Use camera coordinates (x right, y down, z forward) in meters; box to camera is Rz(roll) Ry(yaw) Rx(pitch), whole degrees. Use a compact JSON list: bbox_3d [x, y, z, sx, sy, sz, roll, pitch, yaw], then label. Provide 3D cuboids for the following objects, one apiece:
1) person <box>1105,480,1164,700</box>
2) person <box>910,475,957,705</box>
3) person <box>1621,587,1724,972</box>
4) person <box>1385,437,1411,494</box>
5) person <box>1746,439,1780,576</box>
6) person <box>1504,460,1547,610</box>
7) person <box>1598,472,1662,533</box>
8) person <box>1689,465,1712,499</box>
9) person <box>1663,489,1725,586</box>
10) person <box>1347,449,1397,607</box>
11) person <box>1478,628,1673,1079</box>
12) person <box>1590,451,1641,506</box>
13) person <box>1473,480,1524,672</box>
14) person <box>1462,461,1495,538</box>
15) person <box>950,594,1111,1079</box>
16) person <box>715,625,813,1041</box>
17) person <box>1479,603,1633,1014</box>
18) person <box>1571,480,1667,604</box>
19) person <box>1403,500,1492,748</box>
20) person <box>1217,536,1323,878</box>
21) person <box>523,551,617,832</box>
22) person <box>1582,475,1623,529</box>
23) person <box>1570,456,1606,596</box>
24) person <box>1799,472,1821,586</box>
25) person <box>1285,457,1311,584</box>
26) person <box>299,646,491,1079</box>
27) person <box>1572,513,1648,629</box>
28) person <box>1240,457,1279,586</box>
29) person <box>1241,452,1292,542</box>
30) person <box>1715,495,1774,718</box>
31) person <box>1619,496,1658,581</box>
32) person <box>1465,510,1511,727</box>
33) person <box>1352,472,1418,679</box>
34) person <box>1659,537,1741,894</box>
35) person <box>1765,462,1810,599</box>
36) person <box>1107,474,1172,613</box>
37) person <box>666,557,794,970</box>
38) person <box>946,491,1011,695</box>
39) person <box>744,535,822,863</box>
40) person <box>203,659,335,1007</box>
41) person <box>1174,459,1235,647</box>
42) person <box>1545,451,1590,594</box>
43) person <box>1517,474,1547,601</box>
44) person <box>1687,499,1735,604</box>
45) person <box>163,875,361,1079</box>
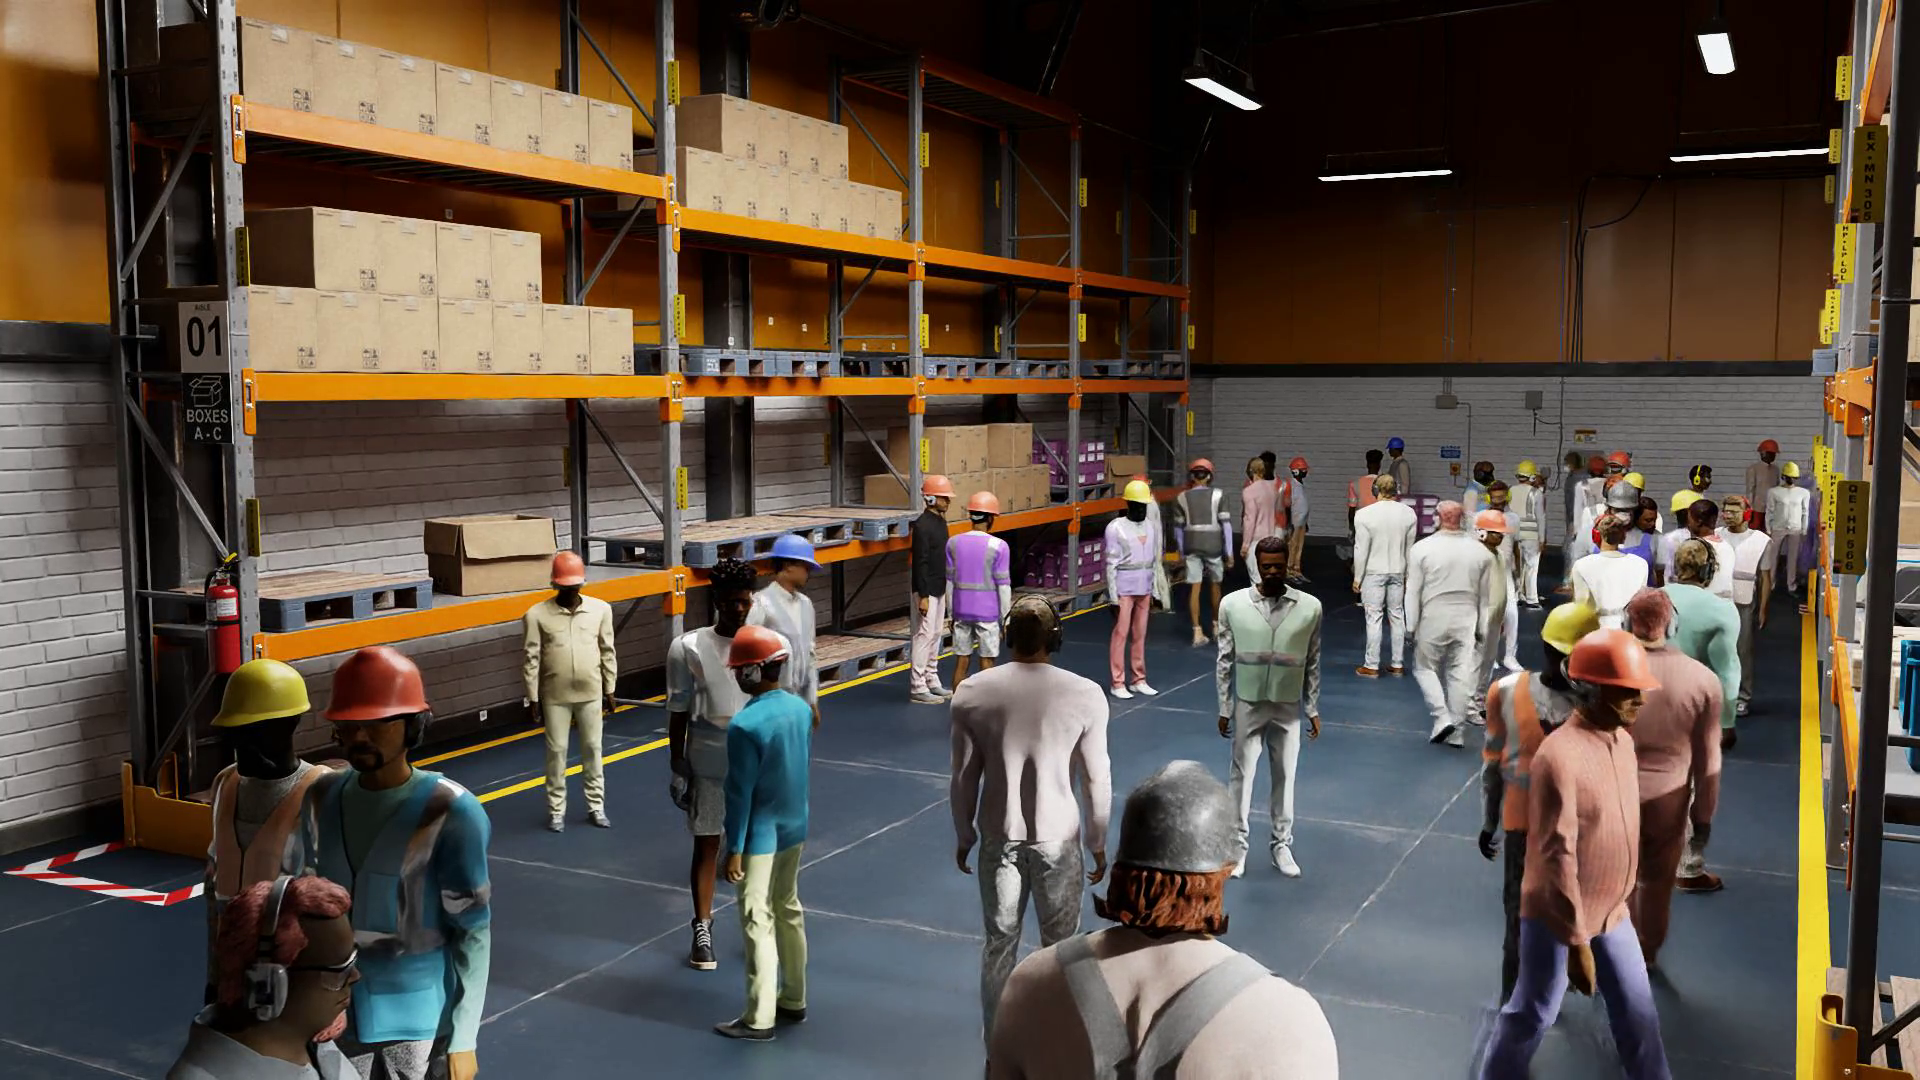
[{"bbox_3d":[1.540,0.430,14.656,0.594,1.927,0.382,-4,7,-36],"label":"person"},{"bbox_3d":[-0.223,0.429,14.394,0.409,1.987,0.607,2,6,16],"label":"person"},{"bbox_3d":[3.028,1.135,7.461,0.641,1.856,0.995,1,5,13],"label":"person"},{"bbox_3d":[6.833,-0.634,25.995,0.405,1.946,0.612,0,5,1],"label":"person"},{"bbox_3d":[11.513,-0.449,23.822,0.613,1.985,0.411,-2,6,-24],"label":"person"},{"bbox_3d":[6.932,-0.057,20.373,0.404,1.837,0.590,-4,7,-35],"label":"person"},{"bbox_3d":[6.478,0.301,16.137,0.594,1.912,0.399,2,6,23],"label":"person"},{"bbox_3d":[8.249,0.091,18.628,0.314,1.866,0.537,3,6,30],"label":"person"},{"bbox_3d":[6.059,0.531,13.727,0.603,1.901,0.732,-1,5,-9],"label":"person"},{"bbox_3d":[5.125,-0.149,20.669,0.607,1.966,0.373,2,6,21],"label":"person"},{"bbox_3d":[2.160,1.266,5.574,0.630,1.936,1.005,-5,7,-40],"label":"person"},{"bbox_3d":[7.681,-0.048,19.507,0.616,1.986,0.407,5,7,43],"label":"person"},{"bbox_3d":[5.166,0.351,15.943,0.519,1.841,0.692,0,5,0],"label":"person"},{"bbox_3d":[6.374,-0.051,20.366,0.432,1.836,0.618,4,7,38],"label":"person"},{"bbox_3d":[0.278,1.178,6.545,0.634,1.938,0.355,1,5,11],"label":"person"},{"bbox_3d":[-0.843,1.228,7.063,0.355,1.742,0.574,2,6,25],"label":"person"},{"bbox_3d":[2.445,1.185,6.849,0.605,1.863,1.016,2,6,22],"label":"person"},{"bbox_3d":[5.060,0.549,12.767,0.688,2.000,0.536,1,6,15],"label":"person"},{"bbox_3d":[3.686,0.641,12.611,0.686,1.887,0.428,-1,5,-9],"label":"person"},{"bbox_3d":[1.734,0.928,9.344,0.590,1.920,0.398,0,5,1],"label":"person"},{"bbox_3d":[-2.401,0.932,10.273,0.576,1.737,0.355,-2,6,-24],"label":"person"},{"bbox_3d":[6.376,0.300,16.326,0.575,1.880,0.358,0,5,0],"label":"person"},{"bbox_3d":[7.990,-0.132,21.041,0.589,1.852,0.860,0,5,1],"label":"person"},{"bbox_3d":[11.677,-0.261,22.664,0.397,1.817,0.519,-1,5,-14],"label":"person"},{"bbox_3d":[4.695,-0.272,23.112,0.318,1.756,0.563,4,6,35],"label":"person"},{"bbox_3d":[-1.583,1.306,4.591,0.607,2.048,0.368,2,6,19],"label":"person"},{"bbox_3d":[4.594,0.737,11.781,0.567,1.844,0.375,-1,5,-10],"label":"person"},{"bbox_3d":[3.403,0.022,18.999,0.377,1.937,0.629,5,7,41],"label":"person"},{"bbox_3d":[3.994,-0.202,21.595,0.612,1.915,1.021,2,6,16],"label":"person"},{"bbox_3d":[6.457,0.544,13.856,0.396,1.847,0.564,-5,7,-41],"label":"person"},{"bbox_3d":[5.210,0.610,12.844,0.602,1.906,0.411,-3,6,-32],"label":"person"},{"bbox_3d":[4.281,0.624,13.484,0.339,1.749,0.573,5,7,42],"label":"person"},{"bbox_3d":[3.970,0.335,15.616,0.632,1.940,0.372,-1,5,-15],"label":"person"},{"bbox_3d":[3.966,0.947,9.113,0.382,1.930,0.628,-3,6,-26],"label":"person"},{"bbox_3d":[10.664,-0.121,21.453,0.523,1.766,0.315,1,5,11],"label":"person"},{"bbox_3d":[2.171,0.057,19.937,0.843,1.683,0.616,-1,5,-8],"label":"person"},{"bbox_3d":[-1.075,1.055,7.855,0.611,1.949,0.368,-1,5,-15],"label":"person"},{"bbox_3d":[0.155,0.579,13.086,0.553,1.923,0.392,3,6,25],"label":"person"},{"bbox_3d":[-1.033,0.929,9.450,0.394,1.895,0.678,3,6,27],"label":"person"},{"bbox_3d":[-2.092,1.317,5.111,0.587,1.928,0.363,2,6,22],"label":"person"},{"bbox_3d":[2.634,0.123,17.793,0.685,1.958,1.049,2,6,16],"label":"person"},{"bbox_3d":[8.226,-0.219,21.870,0.905,1.907,0.675,0,5,5],"label":"person"},{"bbox_3d":[7.295,-0.028,21.202,0.505,1.626,0.279,-4,6,-34],"label":"person"},{"bbox_3d":[5.577,0.648,12.440,0.603,1.906,0.407,-5,7,-43],"label":"person"},{"bbox_3d":[-1.192,1.533,2.959,0.400,1.900,0.642,0,5,-3],"label":"person"}]
